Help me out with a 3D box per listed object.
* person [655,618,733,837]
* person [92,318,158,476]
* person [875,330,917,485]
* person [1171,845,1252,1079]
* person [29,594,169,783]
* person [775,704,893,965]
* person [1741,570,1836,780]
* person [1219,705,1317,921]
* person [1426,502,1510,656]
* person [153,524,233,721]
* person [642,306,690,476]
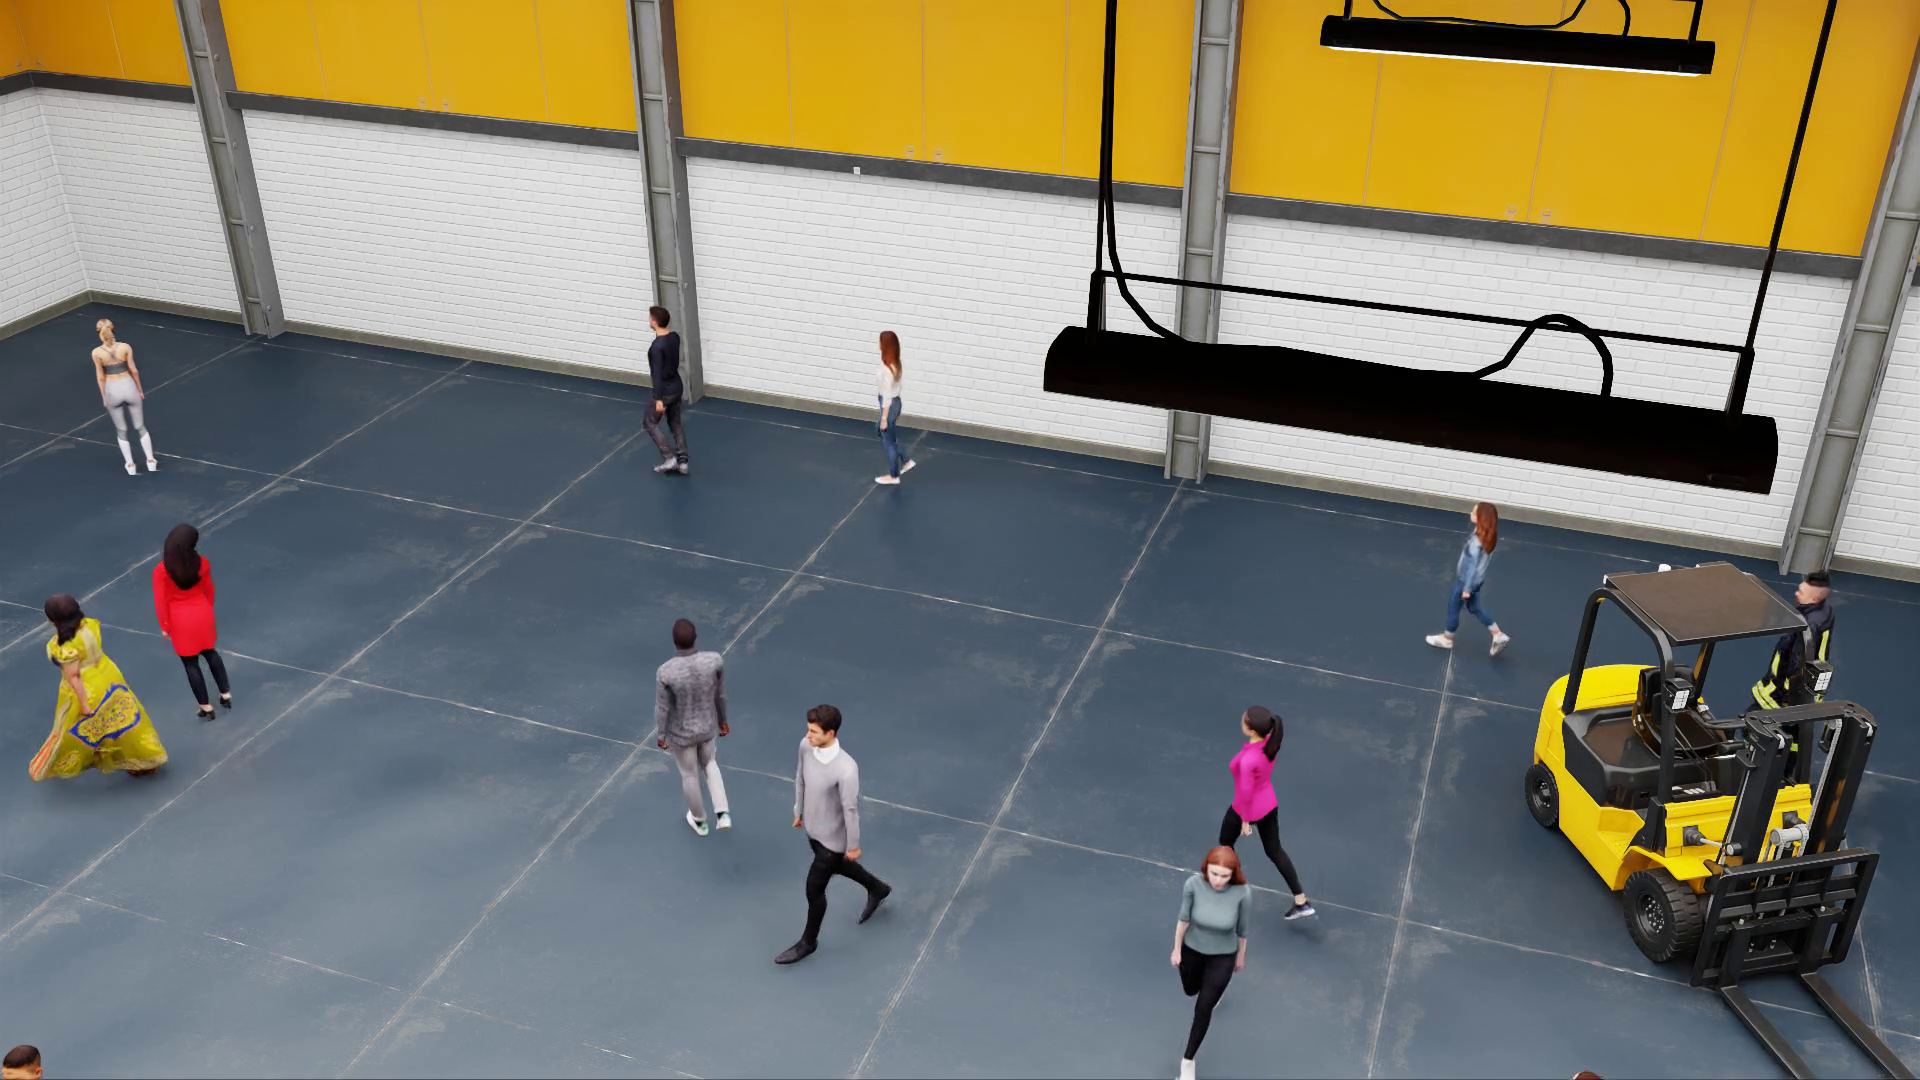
[{"bbox_3d":[-1.882,1.409,11.918,0.890,1.825,0.954,-17,33,-28],"label":"person"},{"bbox_3d":[-8.760,-1.503,17.384,0.638,1.703,0.680,-18,33,-29],"label":"person"},{"bbox_3d":[-0.635,-1.349,17.084,0.728,1.720,0.687,3,29,5],"label":"person"},{"bbox_3d":[1.508,2.476,10.073,0.998,1.718,0.682,8,30,15],"label":"person"},{"bbox_3d":[-6.490,1.154,12.608,1.298,1.611,0.985,2,29,4],"label":"person"},{"bbox_3d":[-0.791,1.867,10.974,1.245,1.924,1.272,-18,33,-29],"label":"person"},{"bbox_3d":[6.377,1.069,12.509,0.841,1.857,0.871,20,34,32],"label":"person"},{"bbox_3d":[2.073,1.861,11.254,1.182,1.668,0.867,25,37,37],"label":"person"},{"bbox_3d":[4.448,0.346,14.250,0.965,1.459,0.700,17,33,28],"label":"person"},{"bbox_3d":[-6.178,0.671,13.371,0.694,1.729,0.710,13,31,23],"label":"person"},{"bbox_3d":[-2.962,-1.508,17.234,0.639,1.854,0.667,12,31,20],"label":"person"}]
